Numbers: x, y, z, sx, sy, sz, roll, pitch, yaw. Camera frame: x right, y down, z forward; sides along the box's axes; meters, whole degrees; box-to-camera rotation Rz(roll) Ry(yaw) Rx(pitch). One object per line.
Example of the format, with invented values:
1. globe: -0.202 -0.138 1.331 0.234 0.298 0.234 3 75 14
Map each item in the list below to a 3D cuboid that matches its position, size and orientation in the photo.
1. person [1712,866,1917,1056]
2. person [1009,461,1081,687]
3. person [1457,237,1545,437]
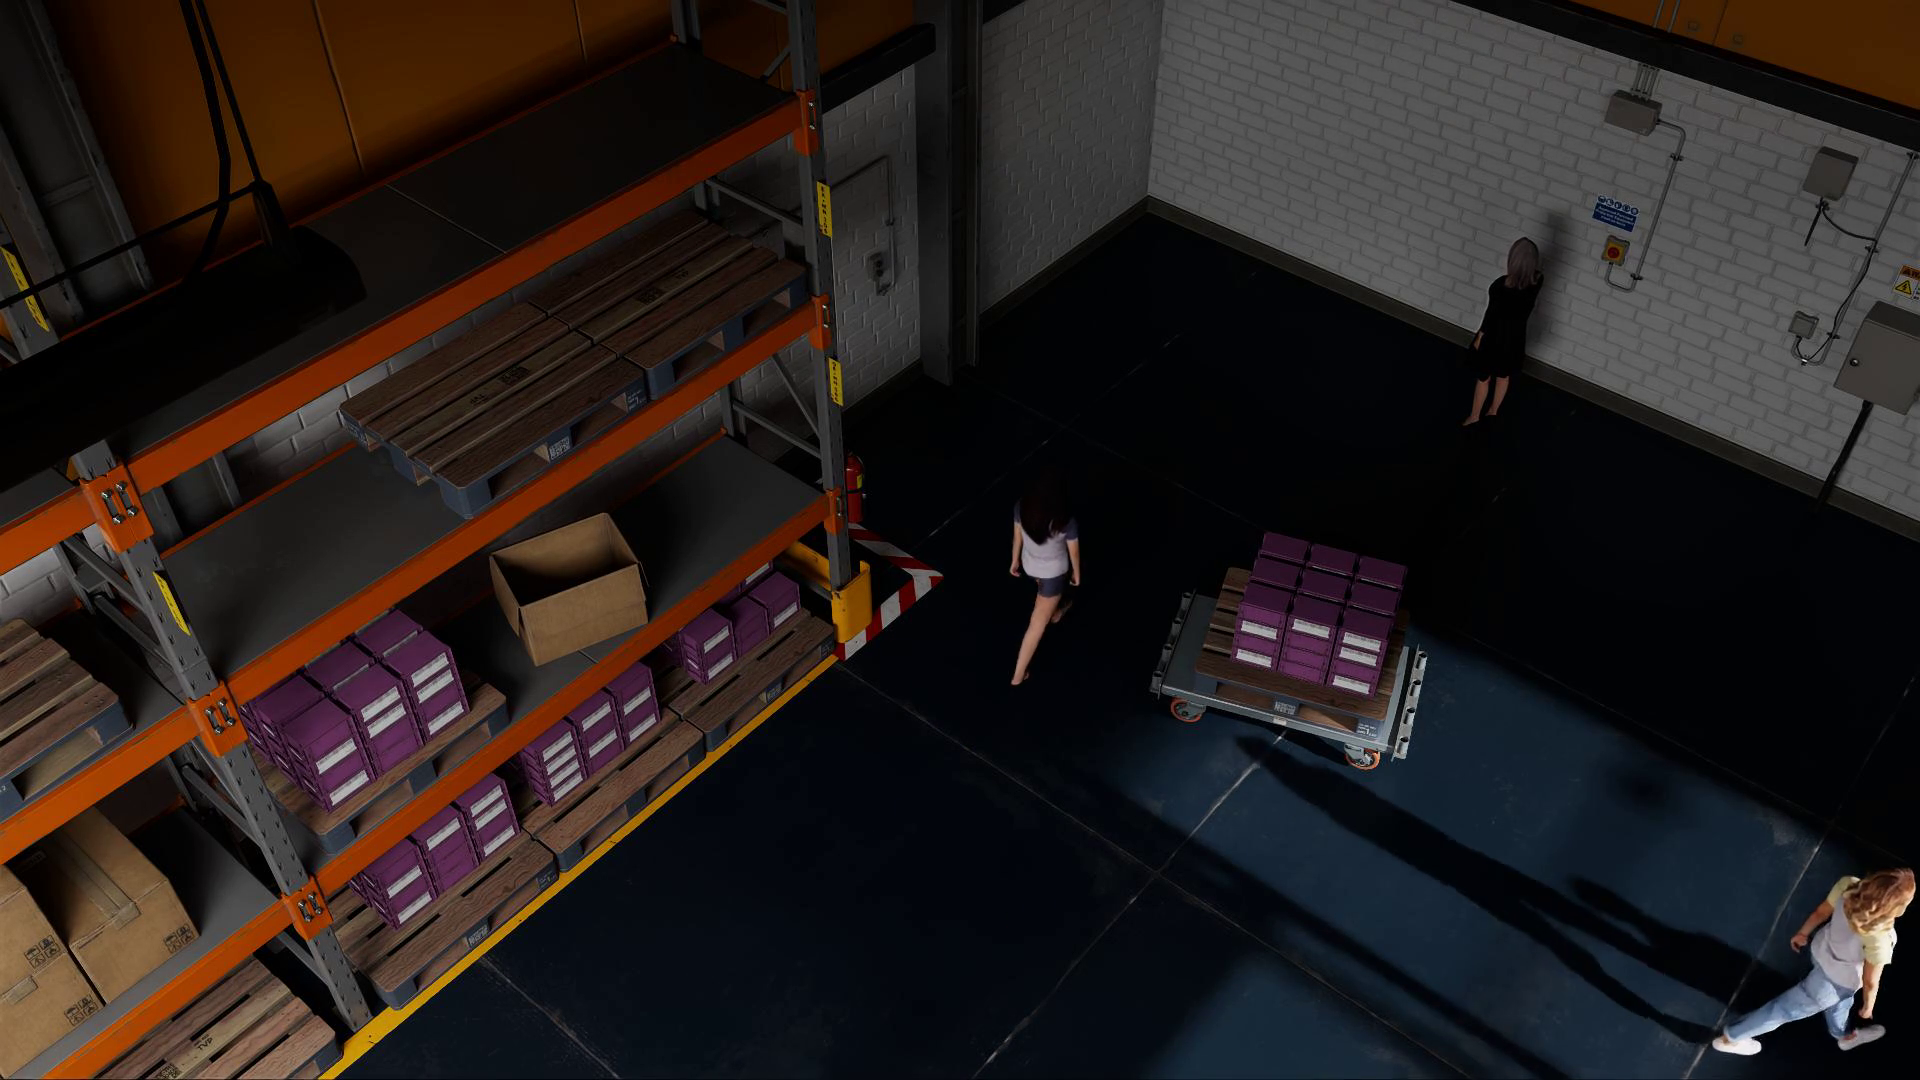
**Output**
1. person: 4.428 2.252 8.624 1.186 1.659 1.163 -1 44 -1
2. person: 0.508 0.236 10.741 0.722 1.657 1.168 22 48 22
3. person: 4.076 -1.529 12.529 0.660 1.747 0.754 -13 45 -13
